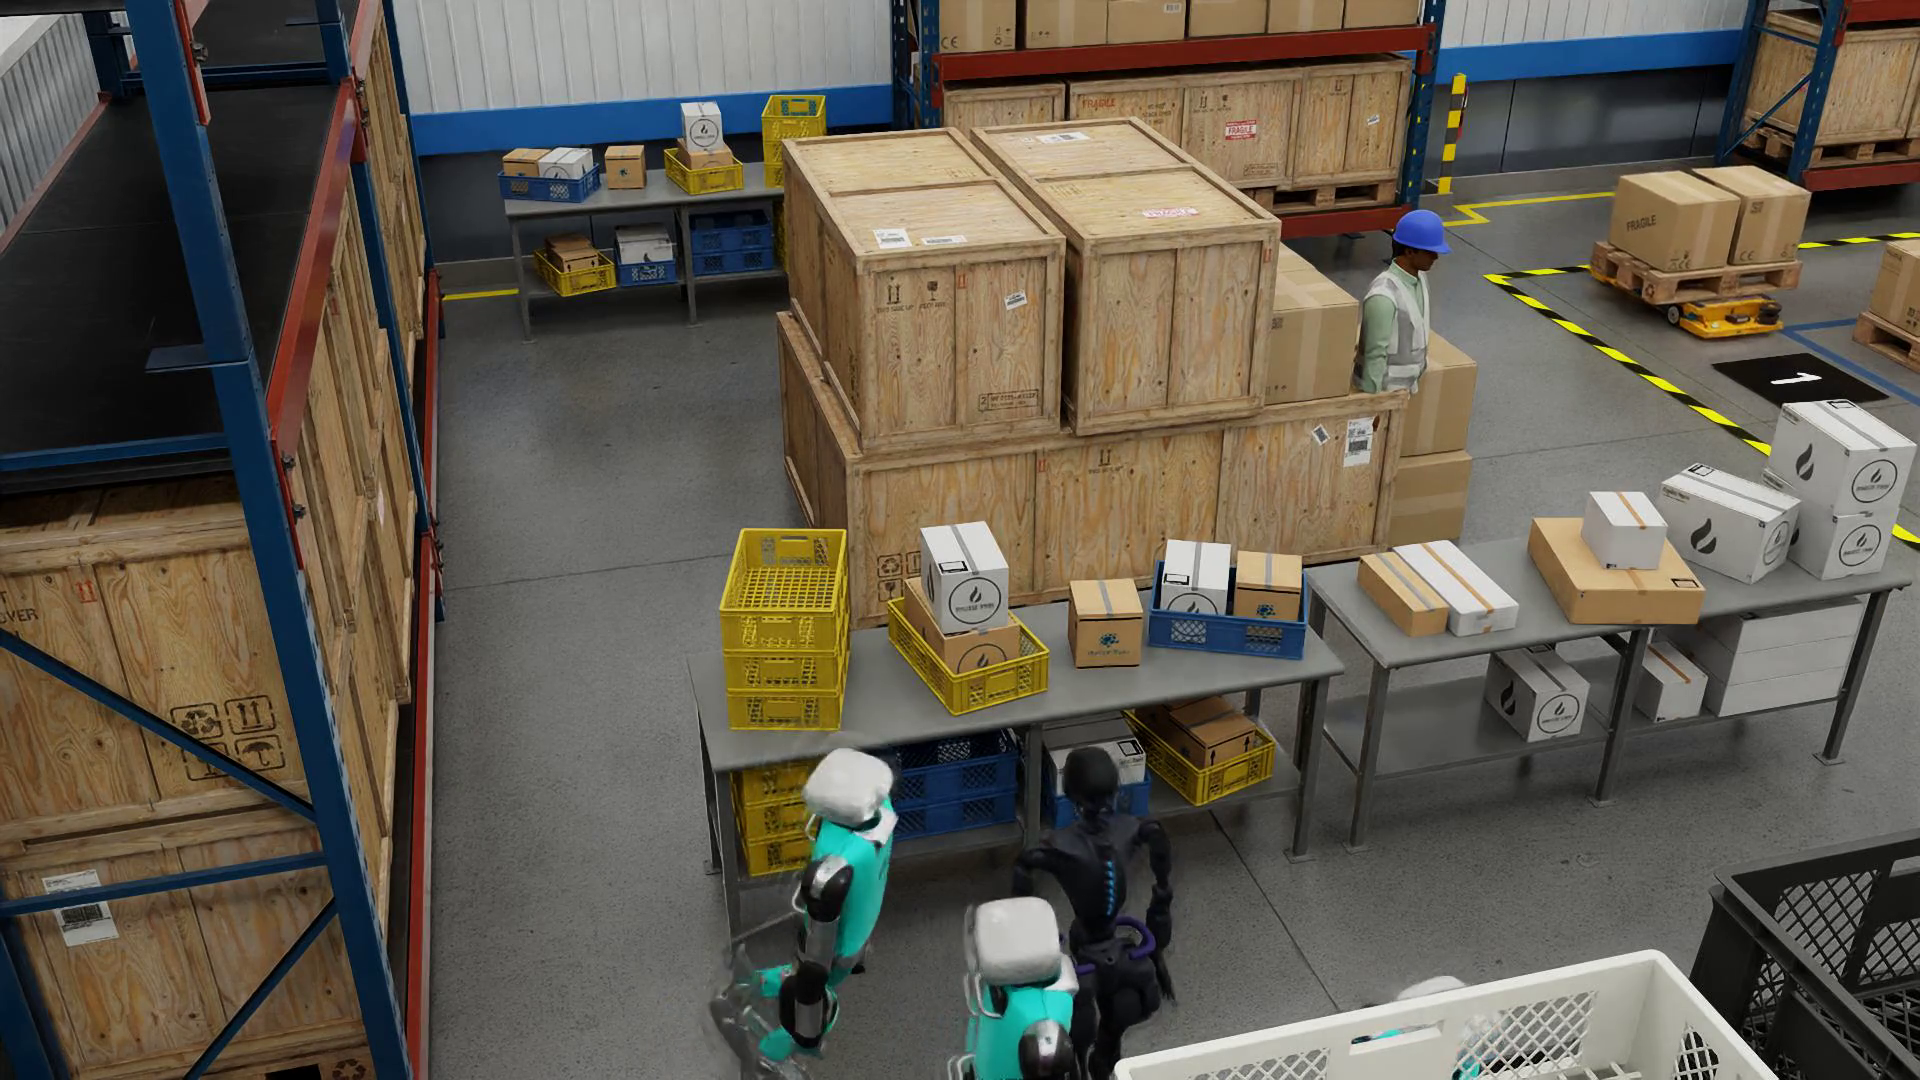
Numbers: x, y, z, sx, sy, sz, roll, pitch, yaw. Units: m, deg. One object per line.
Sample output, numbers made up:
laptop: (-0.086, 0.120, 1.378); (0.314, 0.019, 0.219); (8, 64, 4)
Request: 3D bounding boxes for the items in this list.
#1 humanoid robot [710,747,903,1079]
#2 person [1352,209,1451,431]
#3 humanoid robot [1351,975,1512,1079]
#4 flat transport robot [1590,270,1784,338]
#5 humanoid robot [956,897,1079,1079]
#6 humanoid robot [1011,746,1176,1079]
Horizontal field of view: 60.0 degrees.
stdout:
humanoid robot: (-0.608, 1.323, 5.207); (0.915, 1.758, 0.586); (11, 31, 20)
person: (2.300, -0.823, 8.885); (0.411, 1.939, 0.602); (18, 34, 30)
humanoid robot: (1.352, 1.785, 4.423); (0.799, 1.809, 0.530); (-22, 35, -34)
flat transport robot: (5.448, -1.881, 12.502); (0.652, 0.197, 1.431); (-7, 30, -13)
humanoid robot: (-0.031, 1.722, 4.485); (0.814, 1.799, 0.556); (-5, 29, -8)
humanoid robot: (0.419, 1.373, 5.210); (0.590, 1.640, 0.662); (-11, 31, -18)
